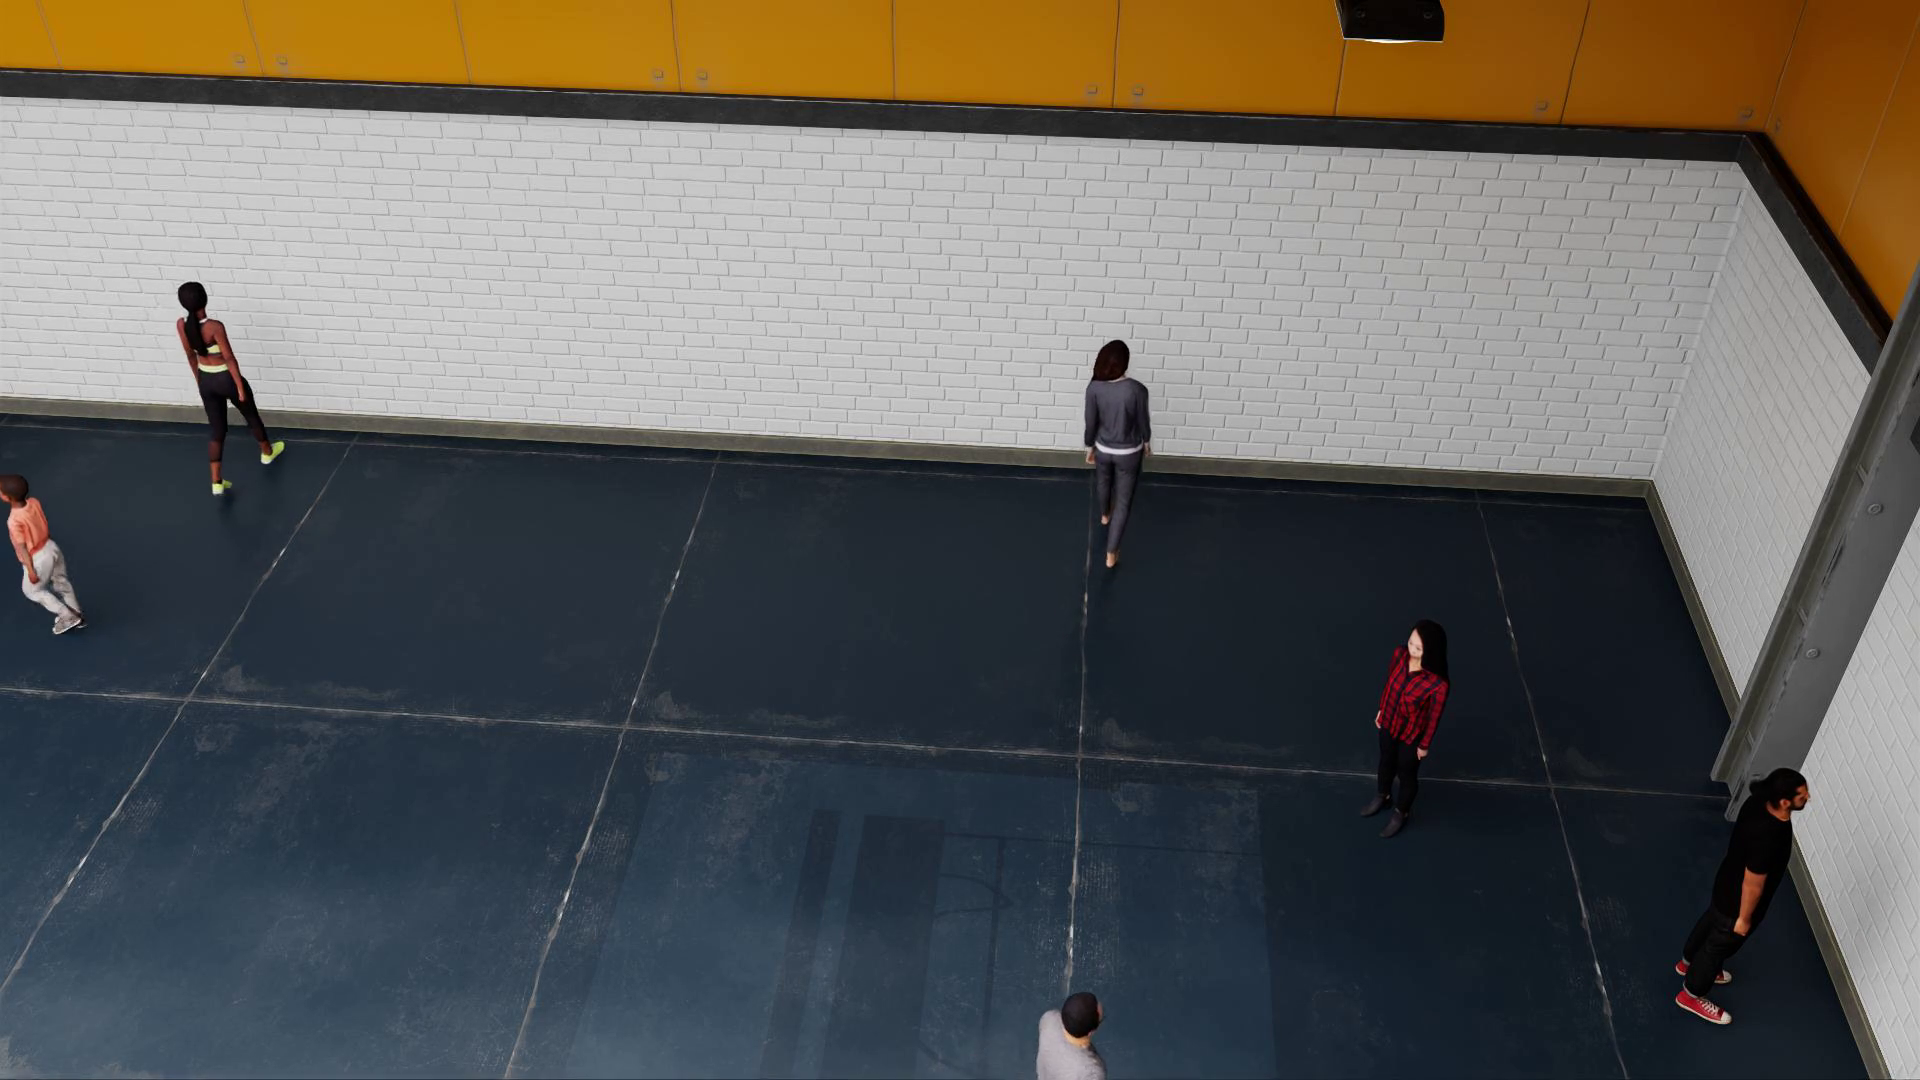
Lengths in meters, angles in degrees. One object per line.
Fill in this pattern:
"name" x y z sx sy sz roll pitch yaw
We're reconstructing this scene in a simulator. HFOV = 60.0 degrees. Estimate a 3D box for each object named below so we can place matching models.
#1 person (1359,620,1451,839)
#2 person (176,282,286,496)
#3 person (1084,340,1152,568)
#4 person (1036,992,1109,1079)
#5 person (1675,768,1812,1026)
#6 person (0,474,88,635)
"person" 2.657 1.090 9.849 0.718 1.652 0.627 -20 43 -24
"person" -5.626 -1.115 12.554 0.614 1.722 1.050 5 39 6
"person" 1.128 -0.606 11.903 0.807 1.739 1.144 12 40 15
"person" 0.436 2.704 7.765 1.166 1.732 1.097 -29 47 -31
"person" 4.141 1.848 8.816 0.748 1.757 0.607 13 40 16
"person" -6.225 0.112 11.353 0.574 1.303 0.444 5 39 7
